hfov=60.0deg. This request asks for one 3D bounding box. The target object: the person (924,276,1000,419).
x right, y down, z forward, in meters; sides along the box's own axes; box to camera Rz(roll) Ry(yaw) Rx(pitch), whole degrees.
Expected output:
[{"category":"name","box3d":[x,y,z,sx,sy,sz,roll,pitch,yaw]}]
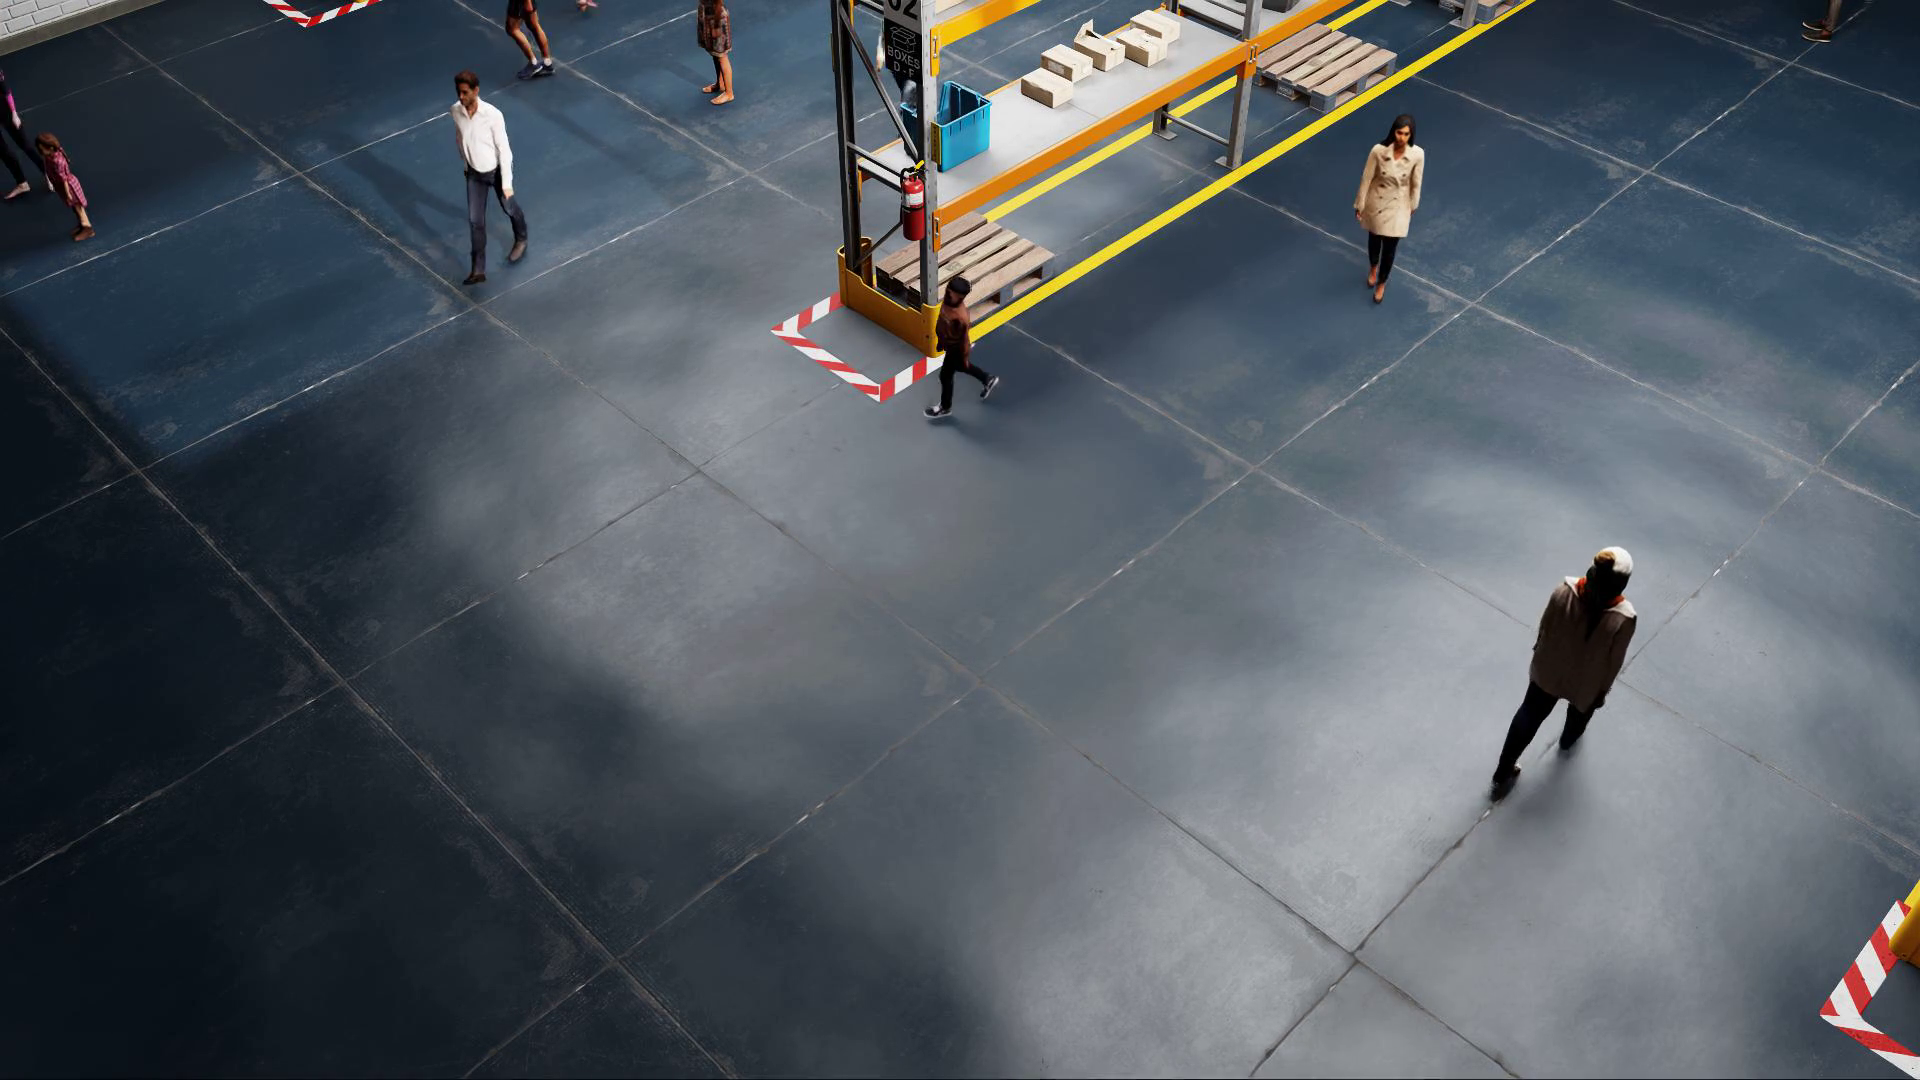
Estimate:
[{"category":"person","box3d":[0.019,-1.494,12.689,0.935,1.238,0.753,-14,45,-14]}]

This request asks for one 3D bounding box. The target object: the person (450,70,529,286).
[{"category":"person","box3d":[-3.906,-3.119,13.960,1.054,1.837,1.240,10,45,11]}]

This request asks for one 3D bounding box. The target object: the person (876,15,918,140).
[{"category":"person","box3d":[-0.453,-4.444,15.483,0.736,1.655,1.002,26,49,24]}]

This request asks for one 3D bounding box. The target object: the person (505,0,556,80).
[{"category":"person","box3d":[-4.223,-5.407,16.417,0.796,1.761,0.768,-9,44,-9]}]

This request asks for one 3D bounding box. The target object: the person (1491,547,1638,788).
[{"category":"person","box3d":[3.580,0.778,9.859,0.724,1.851,1.143,33,53,30]}]

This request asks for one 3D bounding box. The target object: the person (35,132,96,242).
[{"category":"person","box3d":[-7.811,-3.107,14.538,0.503,1.022,0.470,-21,48,-21]}]

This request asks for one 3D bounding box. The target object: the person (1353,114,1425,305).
[{"category":"person","box3d":[3.537,-2.815,13.765,0.795,1.665,0.841,15,46,15]}]

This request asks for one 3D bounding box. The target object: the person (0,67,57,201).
[{"category":"person","box3d":[-8.630,-3.834,14.793,0.757,1.724,0.804,13,45,13]}]

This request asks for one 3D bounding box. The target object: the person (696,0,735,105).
[{"category":"person","box3d":[-2.386,-5.058,16.134,0.667,1.645,0.717,-16,46,-17]}]
